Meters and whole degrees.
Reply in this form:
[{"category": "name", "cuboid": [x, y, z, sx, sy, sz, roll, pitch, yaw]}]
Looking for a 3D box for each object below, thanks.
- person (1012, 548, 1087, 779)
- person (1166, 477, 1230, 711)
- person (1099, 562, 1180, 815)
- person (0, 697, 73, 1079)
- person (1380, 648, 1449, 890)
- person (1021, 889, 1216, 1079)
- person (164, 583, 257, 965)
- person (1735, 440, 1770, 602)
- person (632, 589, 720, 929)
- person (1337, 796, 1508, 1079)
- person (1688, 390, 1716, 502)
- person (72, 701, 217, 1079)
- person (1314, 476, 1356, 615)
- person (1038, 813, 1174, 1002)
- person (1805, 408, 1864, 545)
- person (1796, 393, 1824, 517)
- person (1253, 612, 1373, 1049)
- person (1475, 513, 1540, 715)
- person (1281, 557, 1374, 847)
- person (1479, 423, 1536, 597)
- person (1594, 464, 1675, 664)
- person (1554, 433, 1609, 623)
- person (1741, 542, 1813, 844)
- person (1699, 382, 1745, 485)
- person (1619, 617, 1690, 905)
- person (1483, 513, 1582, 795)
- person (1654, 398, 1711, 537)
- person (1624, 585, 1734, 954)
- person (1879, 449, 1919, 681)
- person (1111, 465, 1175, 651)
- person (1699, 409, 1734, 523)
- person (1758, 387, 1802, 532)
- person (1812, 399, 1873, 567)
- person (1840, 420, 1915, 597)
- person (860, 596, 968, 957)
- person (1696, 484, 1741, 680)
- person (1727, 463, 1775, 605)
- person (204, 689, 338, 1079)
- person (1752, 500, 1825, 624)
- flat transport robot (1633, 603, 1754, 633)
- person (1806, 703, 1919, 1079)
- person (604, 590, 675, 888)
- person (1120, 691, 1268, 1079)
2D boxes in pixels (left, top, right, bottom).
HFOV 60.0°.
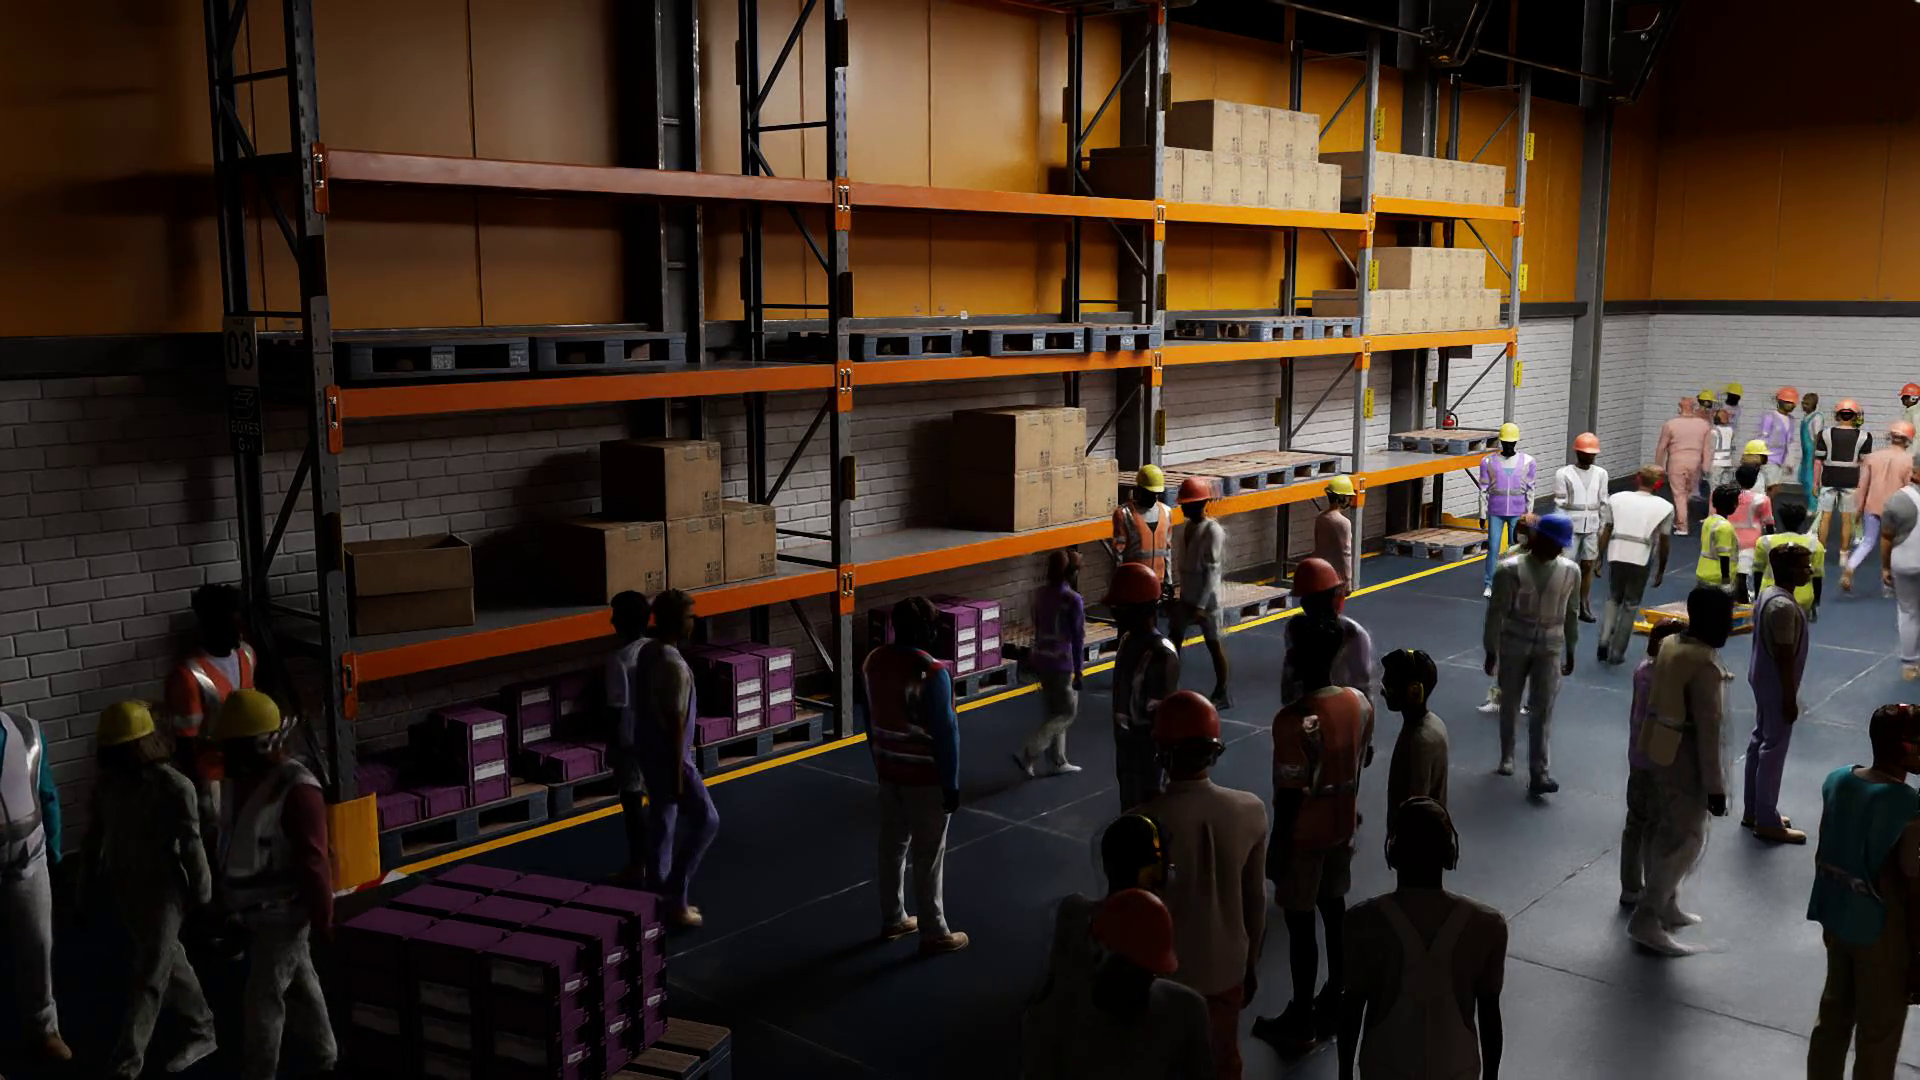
[{"category": "person", "cuboid": [0.612, 0.865, 11.348, 0.557, 1.616, 0.551, -5, 10, -31]}, {"category": "person", "cuboid": [1.787, 0.458, 13.083, 0.945, 1.890, 0.563, -5, 10, -30]}, {"category": "person", "cuboid": [0.897, 1.120, 8.404, 0.409, 2.036, 0.601, -2, 9, -14]}, {"category": "person", "cuboid": [-4.156, 1.422, 7.107, 0.429, 1.833, 0.635, 6, 11, 33]}, {"category": "person", "cuboid": [1.956, 1.383, 7.252, 0.334, 1.860, 0.509, 3, 9, 17]}, {"category": "person", "cuboid": [0.462, 1.845, 4.716, 0.572, 1.733, 0.470, -2, 9, -13]}, {"category": "person", "cuboid": [-3.732, 1.166, 8.402, 0.453, 1.941, 0.616, 1, 9, 9]}, {"category": "person", "cuboid": [8.496, -0.211, 17.892, 0.307, 1.745, 0.484, 9, 12, 44]}, {"category": "person", "cuboid": [-1.513, 1.164, 8.771, 0.402, 1.821, 0.514, -6, 11, -34]}, {"category": "person", "cuboid": [1.436, 1.708, 5.229, 0.503, 1.839, 0.349, 1, 9, 9]}, {"category": "person", "cuboid": [11.575, -1.466, 25.952, 0.335, 1.759, 0.515, 8, 12, 42]}, {"category": "person", "cuboid": [-3.454, 1.508, 6.927, 0.511, 1.691, 0.896, 3, 9, 17]}, {"category": "person", "cuboid": [3.251, 0.317, 14.446, 0.340, 1.760, 0.530, -3, 9, -17]}, {"category": "person", "cuboid": [0.522, 1.721, 5.192, 0.983, 1.814, 0.534, -4, 10, -25]}, {"category": "person", "cuboid": [11.487, -0.823, 21.632, 0.950, 1.821, 0.558, -2, 9, -13]}, {"category": "person", "cuboid": [12.432, -1.245, 24.297, 0.434, 1.825, 0.562, 1, 9, 9]}, {"category": "person", "cuboid": [1.582, 1.292, 7.481, 0.606, 1.966, 0.367, -8, 12, -42]}, {"category": "person", "cuboid": [4.379, 0.606, 13.044, 0.685, 1.611, 0.518, -6, 11, -35]}, {"category": "person", "cuboid": [2.096, 1.028, 9.352, 0.596, 1.913, 0.633, 9, 12, 44]}, {"category": "person", "cuboid": [5.914, -0.313, 18.011, 0.581, 1.919, 0.400, 2, 9, 13]}, {"category": "person", "cuboid": [6.022, 0.224, 14.867, 0.628, 1.809, 0.470, 7, 11, 37]}, {"category": "person", "cuboid": [6.243, -0.118, 16.713, 0.544, 1.932, 0.381, 0, 9, -3]}, {"category": "person", "cuboid": [5.044, 0.925, 10.238, 0.342, 1.846, 0.509, 2, 9, 11]}, {"category": "person", "cuboid": [11.975, -1.574, 26.288, 0.597, 1.882, 0.787, -5, 10, -30]}, {"category": "person", "cuboid": [3.774, 1.224, 8.981, 0.314, 1.636, 0.515, -1, 9, -5]}, {"category": "person", "cuboid": [3.861, 0.754, 11.225, 0.658, 1.868, 0.985, 2, 9, 10]}, {"category": "person", "cuboid": [9.787, -1.005, 22.628, 0.666, 1.853, 0.989, 0, 9, 1]}, {"category": "person", "cuboid": [3.710, 1.159, 8.622, 0.453, 1.895, 0.659, 1, 9, 6]}, {"category": "person", "cuboid": [8.274, 0.198, 14.302, 0.702, 2.000, 0.540, 5, 10, 27]}, {"category": "person", "cuboid": [1.542, 0.320, 13.903, 0.586, 1.919, 0.379, -5, 10, -27]}, {"category": "person", "cuboid": [10.764, -1.043, 23.606, 0.513, 1.637, 0.309, -6, 10, -33]}, {"category": "person", "cuboid": [11.091, -1.081, 22.660, 0.664, 2.002, 0.600, -5, 10, -31]}, {"category": "person", "cuboid": [10.624, -0.686, 20.060, 0.611, 2.030, 0.410, 4, 10, 26]}, {"category": "person", "cuboid": [9.941, -0.317, 17.942, 0.876, 1.952, 0.628, -6, 11, -36]}, {"category": "person", "cuboid": [-0.223, 1.195, 8.510, 0.429, 1.844, 0.627, -9, 12, -44]}, {"category": "person", "cuboid": [6.564, 0.352, 14.414, 0.321, 1.695, 0.529, 1, 9, 9]}, {"category": "person", "cuboid": [7.779, 0.053, 16.510, 0.915, 1.648, 0.538, -5, 10, -30]}, {"category": "person", "cuboid": [-2.859, 1.494, 6.705, 0.619, 1.798, 0.795, 7, 12, 40]}, {"category": "person", "cuboid": [6.741, 0.506, 13.552, 0.532, 1.659, 0.843, 3, 9, 19]}, {"category": "flat transport robot", "cuboid": [7.297, 0.763, 16.342, 1.431, 0.197, 0.652, -6, 11, -34]}, {"category": "person", "cuboid": [3.485, 1.525, 6.383, 0.390, 1.841, 0.564, -1, 9, -8]}, {"category": "person", "cuboid": [-1.836, 1.124, 9.462, 0.316, 1.692, 0.532, 4, 10, 24]}, {"category": "person", "cuboid": [0.801, 1.519, 5.930, 0.614, 1.993, 0.395, -4, 10, -23]}]
